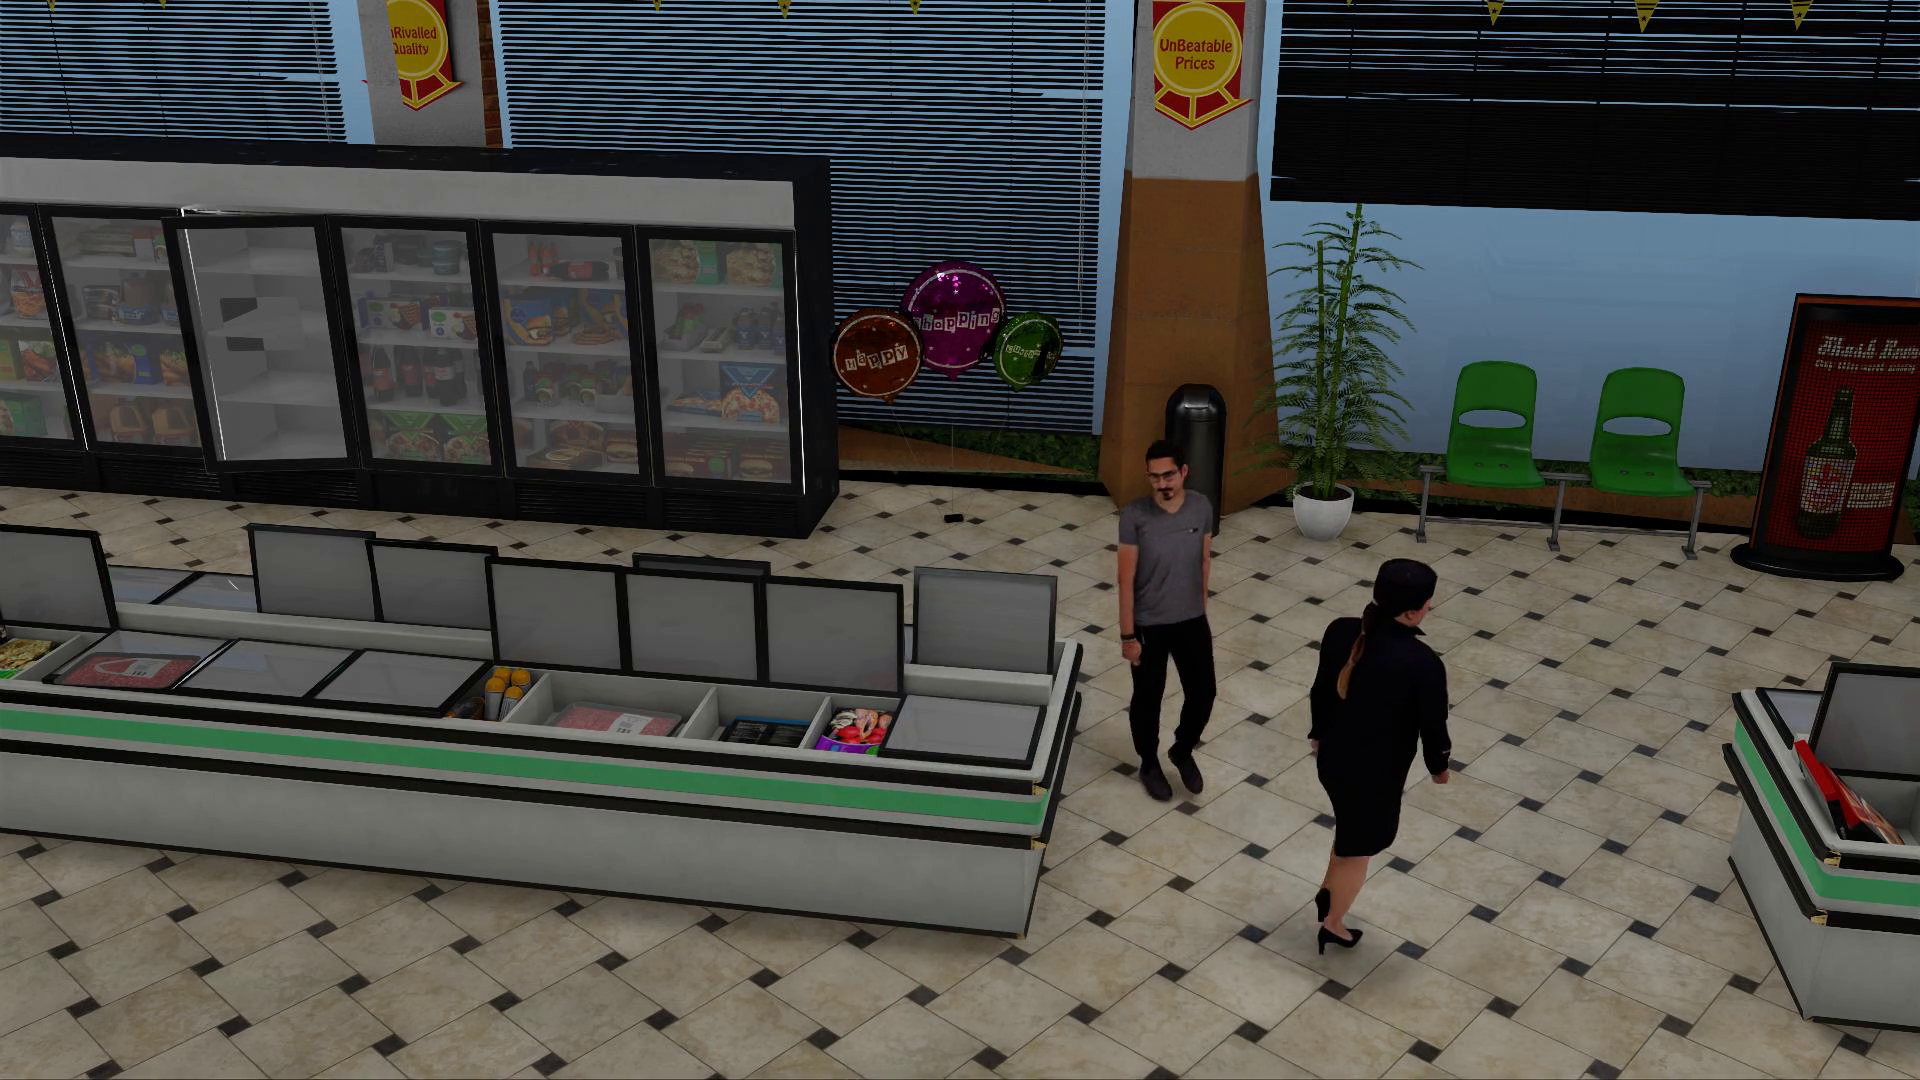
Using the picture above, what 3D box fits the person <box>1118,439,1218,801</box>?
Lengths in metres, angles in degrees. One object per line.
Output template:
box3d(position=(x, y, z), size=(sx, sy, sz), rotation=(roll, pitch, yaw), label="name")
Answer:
box3d(position=(0.902, 0.341, 7.567), size=(0.707, 1.737, 0.802), rotation=(-7, 23, -16), label="person")

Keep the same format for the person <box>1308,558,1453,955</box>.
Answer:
box3d(position=(1.505, 0.886, 6.324), size=(0.887, 1.651, 0.825), rotation=(-16, 27, -34), label="person")
